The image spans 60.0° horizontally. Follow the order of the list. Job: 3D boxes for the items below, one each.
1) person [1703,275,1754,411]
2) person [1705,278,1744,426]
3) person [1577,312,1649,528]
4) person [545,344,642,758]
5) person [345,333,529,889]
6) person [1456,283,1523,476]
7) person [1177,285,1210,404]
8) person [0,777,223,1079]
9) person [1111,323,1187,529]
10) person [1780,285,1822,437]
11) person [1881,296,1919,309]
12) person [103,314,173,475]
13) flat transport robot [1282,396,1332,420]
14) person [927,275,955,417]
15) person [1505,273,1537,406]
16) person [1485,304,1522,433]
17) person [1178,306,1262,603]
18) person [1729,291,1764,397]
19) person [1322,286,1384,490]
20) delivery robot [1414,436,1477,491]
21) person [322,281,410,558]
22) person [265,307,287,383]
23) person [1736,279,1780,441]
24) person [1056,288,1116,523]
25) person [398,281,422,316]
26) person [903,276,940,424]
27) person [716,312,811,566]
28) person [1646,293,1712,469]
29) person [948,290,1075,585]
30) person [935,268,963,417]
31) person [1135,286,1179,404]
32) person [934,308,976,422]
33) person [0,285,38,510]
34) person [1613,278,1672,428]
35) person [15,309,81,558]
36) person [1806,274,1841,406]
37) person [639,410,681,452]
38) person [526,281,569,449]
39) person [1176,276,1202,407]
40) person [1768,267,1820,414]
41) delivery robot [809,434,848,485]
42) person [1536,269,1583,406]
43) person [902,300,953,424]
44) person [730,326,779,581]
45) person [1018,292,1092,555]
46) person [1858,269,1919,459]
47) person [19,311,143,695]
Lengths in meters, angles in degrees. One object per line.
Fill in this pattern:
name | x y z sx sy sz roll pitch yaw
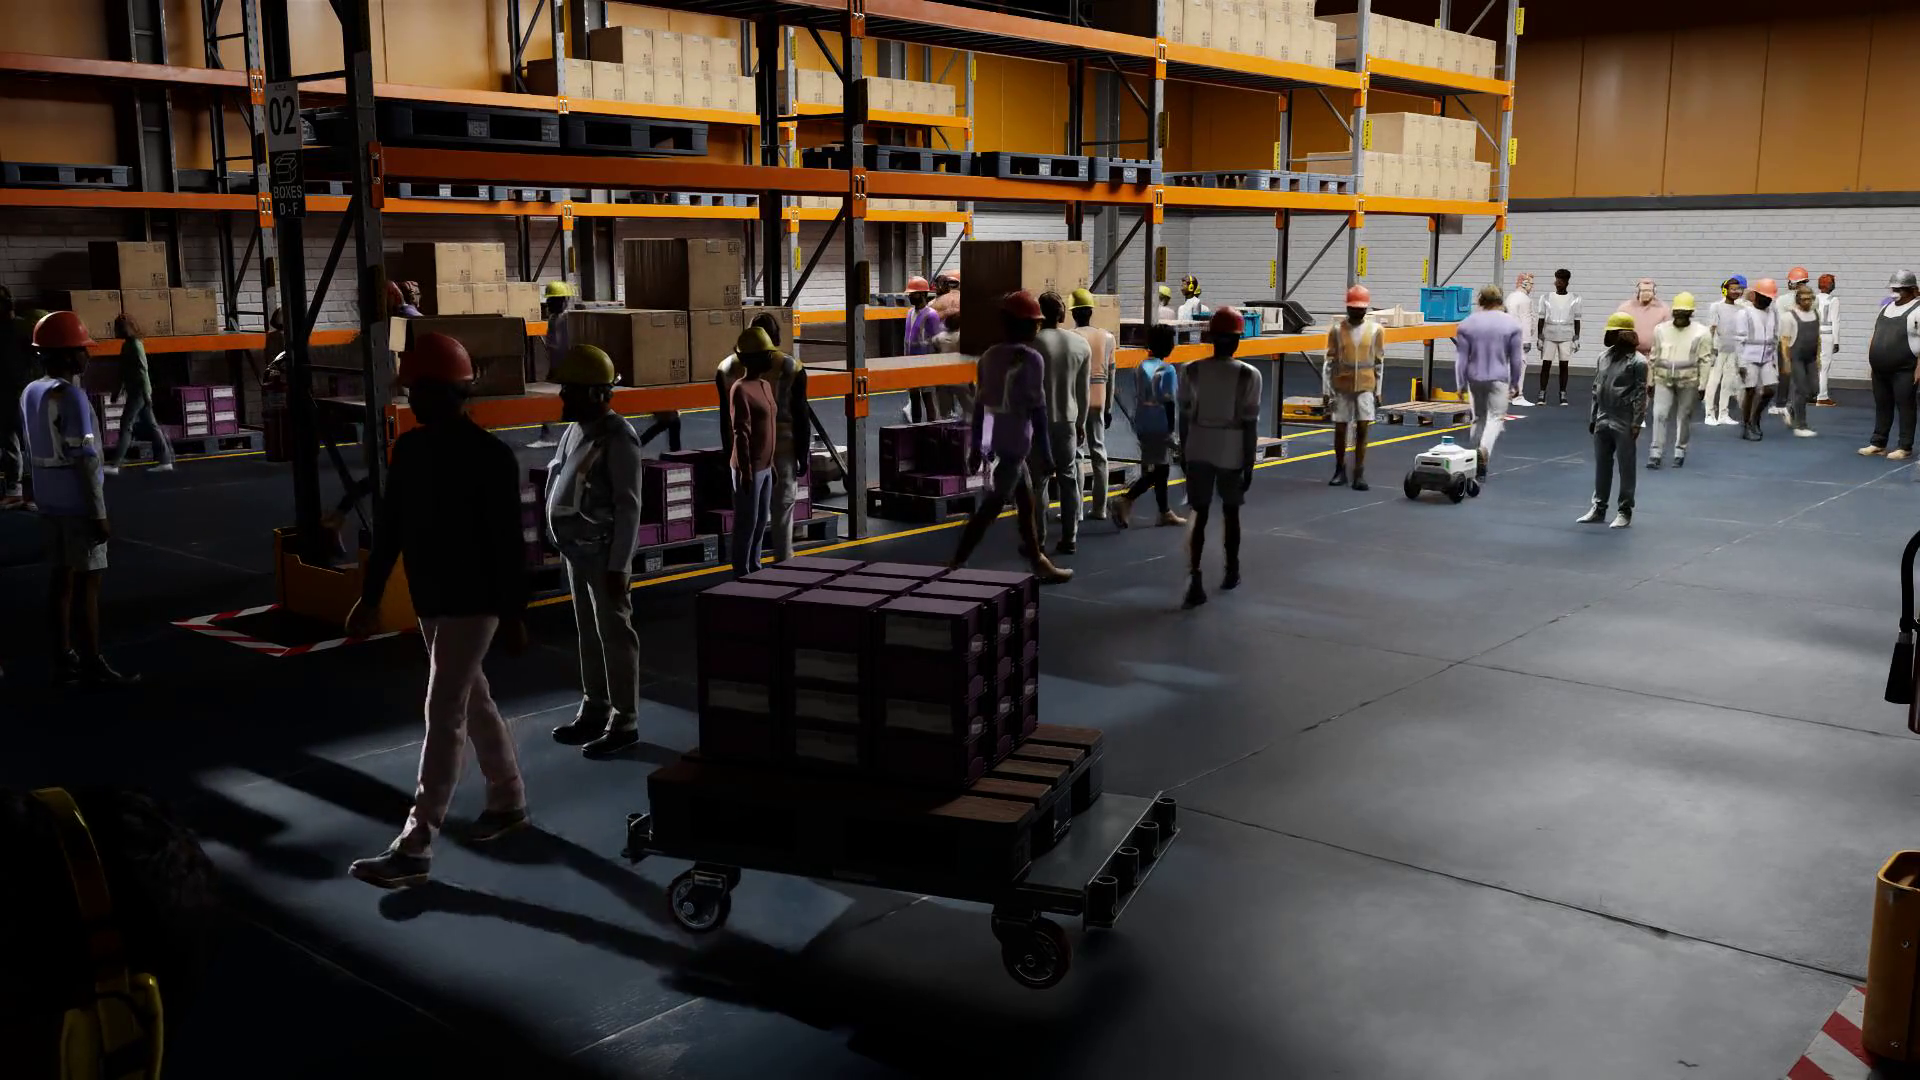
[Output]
person | 10.685 -2.723 23.075 1.017 1.890 0.618 -8 13 -40
person | 9.780 -2.389 21.226 0.514 1.862 0.328 -3 11 -19
person | 5.300 -0.967 13.460 0.306 1.745 0.483 -6 11 -29
person | -1.638 0.046 7.431 0.403 1.835 0.586 -7 12 -35
person | -1.919 0.237 6.026 0.617 1.951 0.888 8 13 38
person | 5.150 -1.554 16.292 0.624 1.921 0.771 6 11 30
person | 3.328 -2.808 23.894 0.523 1.763 0.329 8 13 38
person | -0.659 1.096 1.357 0.514 1.872 0.328 9 13 41
person | 1.511 -0.896 13.272 0.748 1.663 0.536 -4 11 -23
person | 10.064 -2.144 19.967 0.571 1.817 0.534 -2 10 -14
person | 14.101 -3.026 24.968 0.593 1.811 0.783 6 12 30
person | -8.298 -1.435 16.543 0.828 1.597 0.510 -6 12 -33
flat transport robot | 4.613 -1.759 22.160 0.652 0.197 1.431 4 11 20
person | -0.239 -2.546 22.005 0.629 1.893 0.649 7 12 35
person | 8.048 -2.872 23.858 0.407 1.902 0.638 -1 10 -4
person | 6.415 -2.036 19.964 0.508 1.595 0.872 9 14 43
person | 1.659 -0.557 10.712 0.544 1.896 0.985 3 10 15
person | 12.006 -2.965 25.231 0.844 1.589 0.543 -5 11 -24
person | 3.681 -1.414 15.573 0.568 1.905 0.696 1 10 6
delivery robot | 4.391 -0.693 15.016 0.477 0.478 0.707 8 13 37
person | -4.236 -0.850 12.011 0.613 2.025 0.852 8 13 39
person | -7.269 -1.689 17.920 0.503 1.629 0.282 6 12 33
person | 9.316 -2.090 19.406 0.583 1.899 0.470 -2 10 -9
person | 1.004 -1.102 13.714 0.586 1.924 0.384 -5 11 -27
person | -5.781 -1.774 17.590 0.651 1.907 0.409 7 12 36
person | -0.464 -1.986 18.708 0.354 1.939 0.544 -8 13 -39
person | -1.286 -0.585 11.032 0.619 1.835 0.430 1 10 7
person | 7.283 -1.603 16.925 0.619 1.790 0.861 7 12 33
person | 0.279 -0.627 10.857 1.068 1.993 0.597 -5 11 -26
person | -0.045 -2.585 21.957 0.622 1.992 0.396 4 11 24
person | 2.862 -2.798 23.983 0.922 1.696 0.543 -7 12 -35
person | -0.062 -1.639 17.595 0.553 1.622 0.404 6 12 31
person | -8.164 -1.220 14.343 0.635 1.937 0.352 3 10 14
person | 8.493 -2.297 20.662 0.672 1.869 0.860 3 10 15
person | -6.614 -0.770 12.115 0.619 1.818 0.421 9 14 42
person | 12.358 -2.859 23.833 0.350 1.884 0.583 -4 11 -19
person | -2.977 -1.472 16.519 0.687 1.681 0.545 -4 11 -20
person | -4.468 -1.992 18.884 0.938 1.888 0.596 -8 13 -39
person | 3.231 -2.780 23.427 0.311 1.869 0.532 -1 10 -8
person | 11.325 -2.698 22.594 0.616 1.997 0.373 -1 10 -4
delivery robot | -1.276 -0.726 15.201 0.477 0.478 0.707 3 10 14
person | 8.586 -2.904 23.870 0.601 1.960 0.373 3 10 17
person | -0.358 -2.219 20.992 0.722 1.619 0.511 -4 11 -23
person | -1.275 -0.449 10.437 0.308 1.772 0.526 2 10 12
person | 0.651 -0.839 12.174 0.628 1.940 0.373 -4 11 -21
person | 10.035 -1.889 17.862 0.536 2.000 0.688 -3 10 -16
person | -4.494 -0.184 8.451 0.542 1.938 0.358 7 12 34
